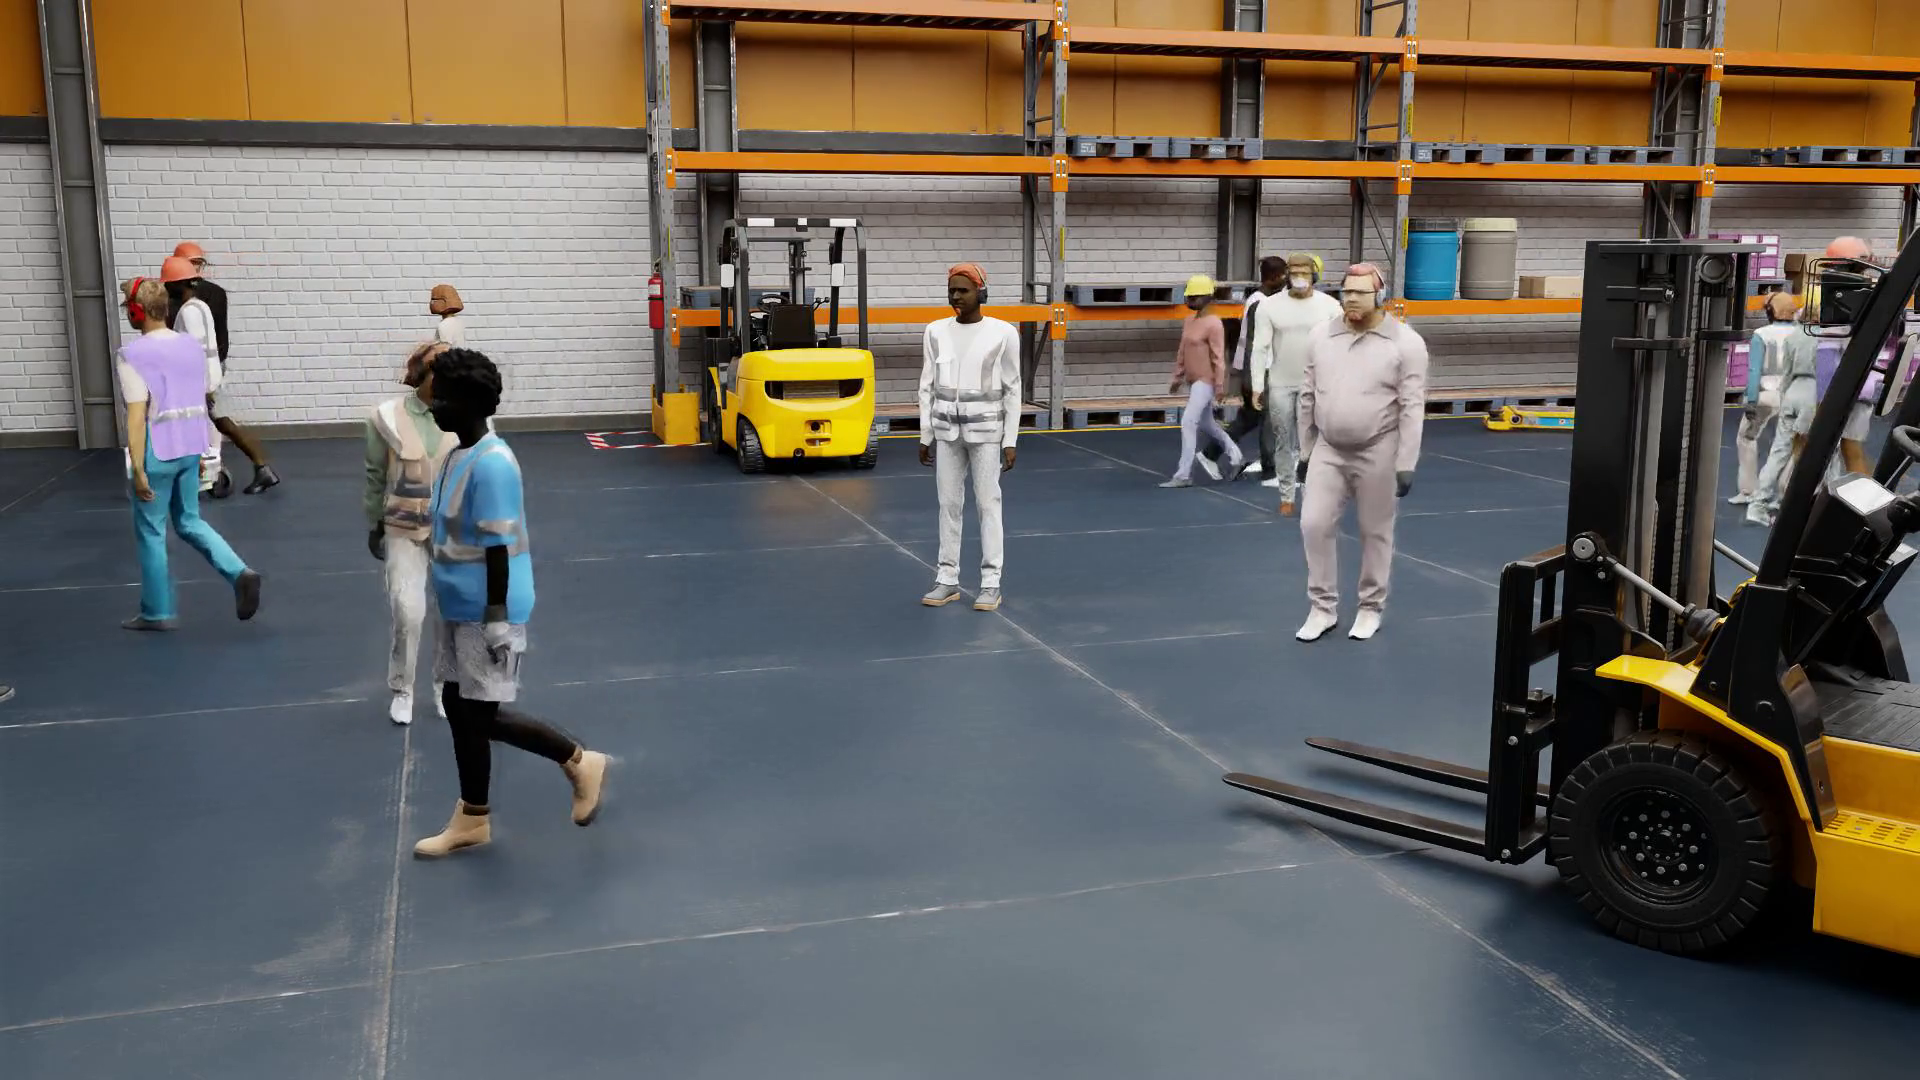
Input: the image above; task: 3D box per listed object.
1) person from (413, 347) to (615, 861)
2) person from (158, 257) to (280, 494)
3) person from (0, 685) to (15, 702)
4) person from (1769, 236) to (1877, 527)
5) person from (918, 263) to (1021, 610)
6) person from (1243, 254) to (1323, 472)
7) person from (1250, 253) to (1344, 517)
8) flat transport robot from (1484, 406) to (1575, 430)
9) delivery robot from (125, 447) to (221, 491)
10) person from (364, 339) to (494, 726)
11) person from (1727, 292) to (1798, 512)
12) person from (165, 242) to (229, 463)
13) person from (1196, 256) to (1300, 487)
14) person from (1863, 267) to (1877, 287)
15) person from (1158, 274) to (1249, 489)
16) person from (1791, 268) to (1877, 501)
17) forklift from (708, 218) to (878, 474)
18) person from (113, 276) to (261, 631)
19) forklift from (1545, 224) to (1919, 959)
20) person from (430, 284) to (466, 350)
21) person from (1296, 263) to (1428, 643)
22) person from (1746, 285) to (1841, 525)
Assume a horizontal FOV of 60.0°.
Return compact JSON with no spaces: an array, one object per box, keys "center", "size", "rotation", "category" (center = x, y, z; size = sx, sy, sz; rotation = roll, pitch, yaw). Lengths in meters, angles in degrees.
[{"center":[-1.491,0.210,5.402],"size":[0.570,1.675,0.540],"rotation":[-6,12,-29],"category":"person"},{"center":[-5.859,-1.253,12.908],"size":[1.032,1.882,0.566],"rotation":[-3,11,-14],"category":"person"},{"center":[-4.382,-0.182,7.174],"size":[0.593,1.824,0.403],"rotation":[9,14,40],"category":"person"},{"center":[5.884,-1.027,11.254],"size":[0.611,2.018,0.733],"rotation":[-4,11,-20],"category":"person"},{"center":[0.041,-0.557,9.057],"size":[0.584,1.882,0.344],"rotation":[4,11,23],"category":"person"},{"center":[2.762,-1.498,14.243],"size":[0.709,1.881,0.381],"rotation":[-1,10,-3],"category":"person"},{"center":[2.373,-1.062,11.777],"size":[0.642,1.904,0.902],"rotation":[3,11,15],"category":"person"},{"center":[6.258,-1.276,17.424],"size":[1.431,0.197,0.652],"rotation":[3,11,14],"category":"flat transport robot"},{"center":[-6.030,-0.610,12.737],"size":[0.707,0.478,0.477],"rotation":[4,11,22],"category":"delivery robot"},{"center":[-2.171,-0.026,6.884],"size":[0.532,1.606,0.472],"rotation":[-4,11,-21],"category":"person"},{"center":[5.981,-1.022,12.320],"size":[0.543,1.617,0.576],"rotation":[-3,11,-15],"category":"person"},{"center":[-6.604,-1.582,14.407],"size":[0.427,1.977,0.635],"rotation":[6,12,31],"category":"person"},{"center":[2.365,-1.379,13.613],"size":[0.813,1.880,0.613],"rotation":[3,11,14],"category":"person"},{"center":[9.264,-2.104,17.399],"size":[0.654,1.933,1.055],"rotation":[5,12,28],"category":"person"},{"center":[2.019,-1.292,13.513],"size":[0.852,1.731,0.521],"rotation":[-3,11,-18],"category":"person"},{"center":[6.420,-1.128,12.431],"size":[0.643,1.796,0.895],"rotation":[-1,10,-4],"category":"person"},{"center":[-1.522,-1.778,14.899],"size":[1.214,2.155,2.313],"rotation":[-3,11,-17],"category":"forklift"},{"center":[-3.989,-0.419,8.449],"size":[0.694,1.829,0.578],"rotation":[3,11,17],"category":"person"},{"center":[2.909,0.117,4.508],"size":[2.313,2.155,1.214],"rotation":[9,14,40],"category":"forklift"},{"center":[-4.186,-1.274,13.670],"size":[0.279,1.634,0.498],"rotation":[0,10,0],"category":"person"},{"center":[1.942,-0.413,8.235],"size":[0.676,1.883,0.678],"rotation":[7,12,34],"category":"person"},{"center":[5.938,-0.934,11.666],"size":[0.914,1.689,0.493],"rotation":[-4,11,-22],"category":"person"}]
